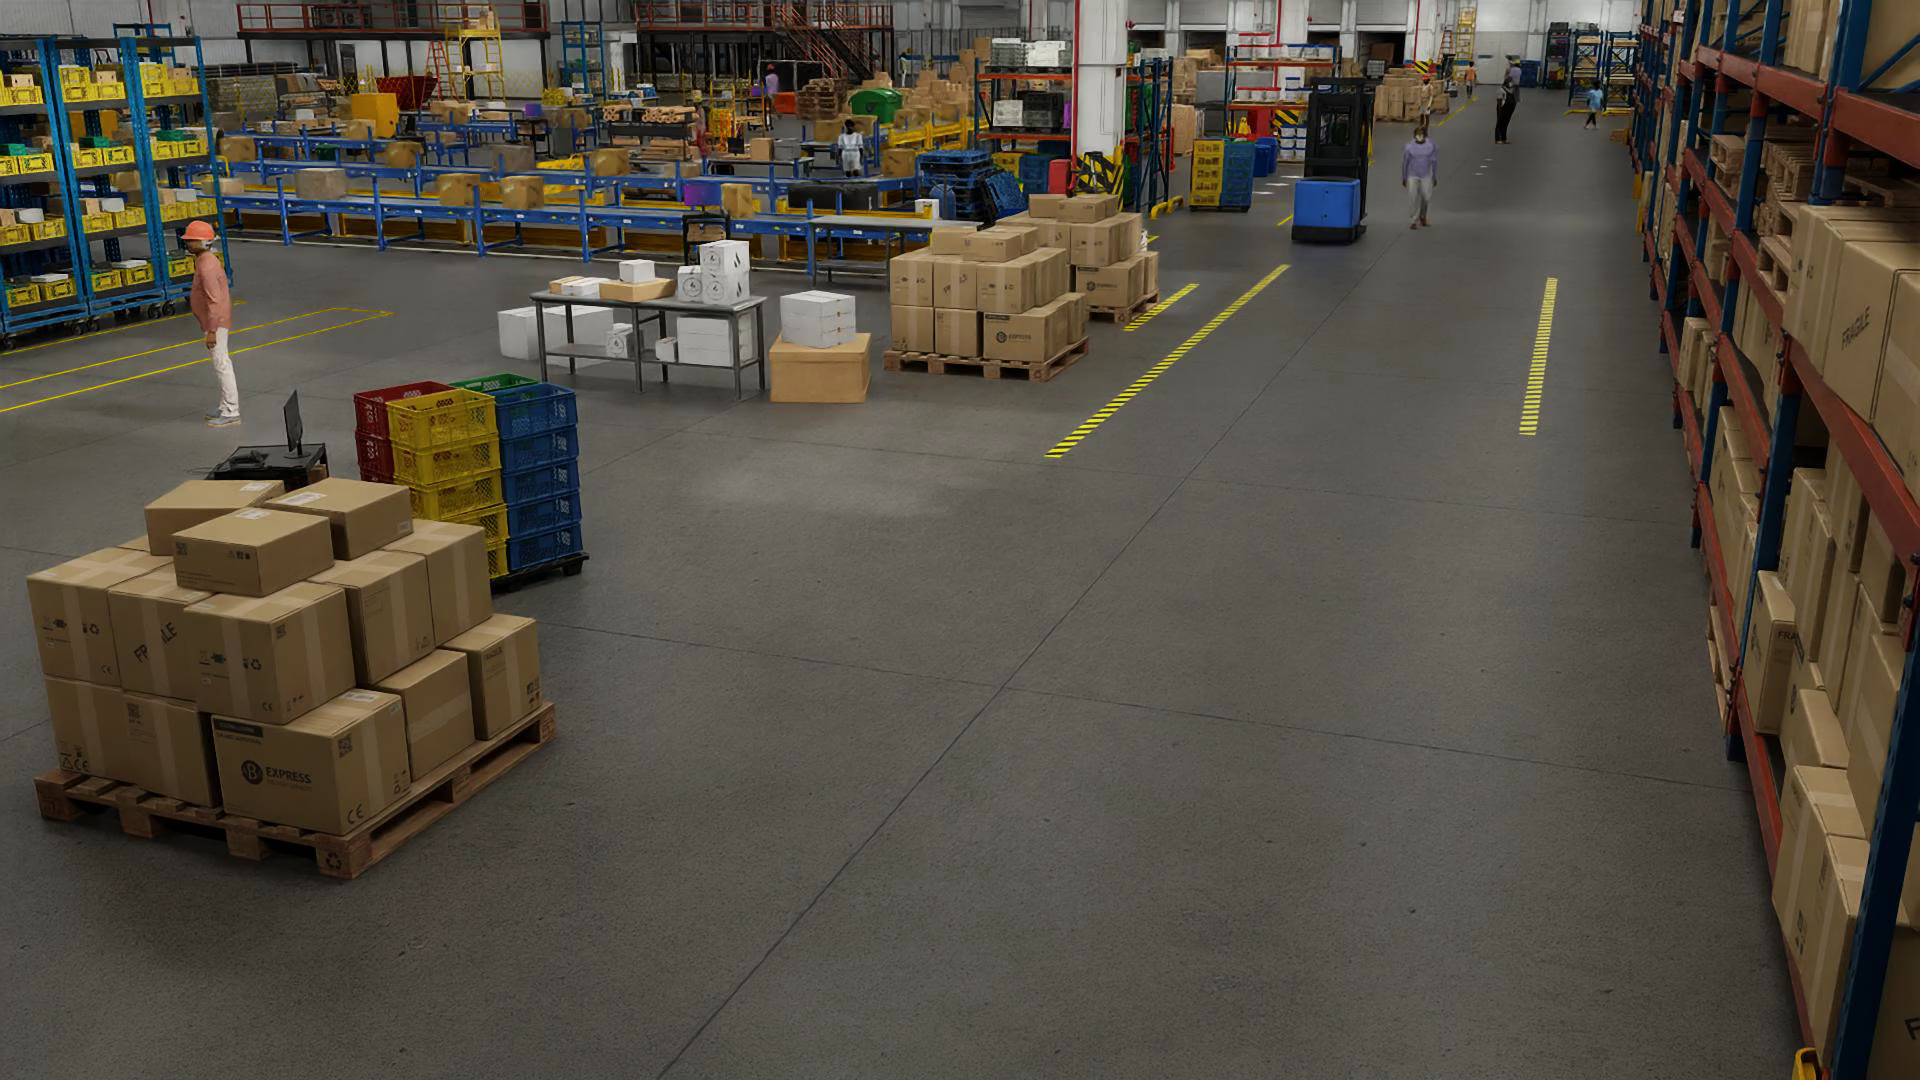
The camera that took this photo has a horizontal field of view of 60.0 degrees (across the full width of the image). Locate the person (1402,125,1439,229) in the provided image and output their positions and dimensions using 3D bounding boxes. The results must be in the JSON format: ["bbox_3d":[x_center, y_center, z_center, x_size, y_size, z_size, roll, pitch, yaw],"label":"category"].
[{"bbox_3d":[8.525,-6.727,30.870,0.650,1.911,0.530,5,18,14],"label":"person"}]

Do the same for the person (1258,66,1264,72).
[{"bbox_3d":[13.365,-20.369,74.036,0.899,1.712,0.538,2,18,6],"label":"person"}]

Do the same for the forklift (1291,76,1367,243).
[{"bbox_3d":[6.598,-6.755,29.381,1.129,2.768,1.873,6,19,19],"label":"forklift"}]

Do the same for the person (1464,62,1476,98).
[{"bbox_3d":[23.887,-21.553,77.864,0.531,1.660,0.855,2,18,7],"label":"person"}]

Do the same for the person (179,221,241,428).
[{"bbox_3d":[-7.279,-2.101,16.191,0.376,1.996,0.612,-8,19,-23],"label":"person"}]

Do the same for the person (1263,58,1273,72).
[{"bbox_3d":[14.213,-21.421,77.195,0.804,1.819,0.632,-7,19,-21],"label":"person"}]

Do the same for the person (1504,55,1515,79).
[{"bbox_3d":[26.716,-22.627,80.938,0.506,1.842,0.348,-7,19,-22],"label":"person"}]

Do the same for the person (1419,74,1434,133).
[{"bbox_3d":[15.315,-14.357,54.807,0.364,1.933,0.543,-8,19,-23],"label":"person"}]

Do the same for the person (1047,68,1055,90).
[{"bbox_3d":[4.706,-24.226,85.917,0.595,1.880,1.006,6,19,18],"label":"person"}]

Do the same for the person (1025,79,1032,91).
[{"bbox_3d":[2.689,-17.478,64.711,0.327,1.874,0.519,-1,18,-2],"label":"person"}]

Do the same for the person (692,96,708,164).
[{"bbox_3d":[-6.913,-10.893,44.196,0.330,1.765,0.533,-6,19,-17],"label":"person"}]

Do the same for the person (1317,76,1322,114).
[{"bbox_3d":[11.964,-14.516,55.440,0.653,1.846,0.550,8,19,22],"label":"person"}]

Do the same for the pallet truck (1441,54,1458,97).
[{"bbox_3d":[22.765,-21.886,78.355,0.823,1.965,1.885,-4,18,-14],"label":"pallet truck"}]

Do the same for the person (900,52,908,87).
[{"bbox_3d":[-2.952,-24.724,87.530,0.429,1.840,0.635,0,18,0],"label":"person"}]

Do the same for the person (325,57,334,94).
[{"bbox_3d":[-29.373,-21.554,77.521,0.458,1.868,0.600,6,19,17],"label":"person"}]

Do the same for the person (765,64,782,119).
[{"bbox_3d":[-6.961,-16.715,62.102,0.890,2.019,0.614,15,23,40],"label":"person"}]

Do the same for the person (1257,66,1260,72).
[{"bbox_3d":[14.778,-22.974,82.225,0.560,1.722,0.518,3,18,9],"label":"person"}]

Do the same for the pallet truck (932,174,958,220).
[{"bbox_3d":[-0.507,-5.292,27.348,0.653,1.274,1.630,6,19,19],"label":"pallet truck"}]

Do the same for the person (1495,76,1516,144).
[{"bbox_3d":[16.648,-13.095,50.663,0.673,2.000,0.536,-14,22,-37],"label":"person"}]

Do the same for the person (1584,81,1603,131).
[{"bbox_3d":[21.576,-14.788,56.614,0.533,1.656,0.897,-5,18,-16],"label":"person"}]

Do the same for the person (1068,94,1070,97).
[{"bbox_3d":[3.579,-13.195,51.380,0.605,1.788,0.902,4,18,13],"label":"person"}]

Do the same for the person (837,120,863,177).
[{"bbox_3d":[-2.376,-8.218,35.923,0.557,1.668,0.727,0,18,1],"label":"person"}]

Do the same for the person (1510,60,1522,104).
[{"bbox_3d":[24.131,-19.866,72.209,0.997,1.873,0.588,-15,23,-39],"label":"person"}]
